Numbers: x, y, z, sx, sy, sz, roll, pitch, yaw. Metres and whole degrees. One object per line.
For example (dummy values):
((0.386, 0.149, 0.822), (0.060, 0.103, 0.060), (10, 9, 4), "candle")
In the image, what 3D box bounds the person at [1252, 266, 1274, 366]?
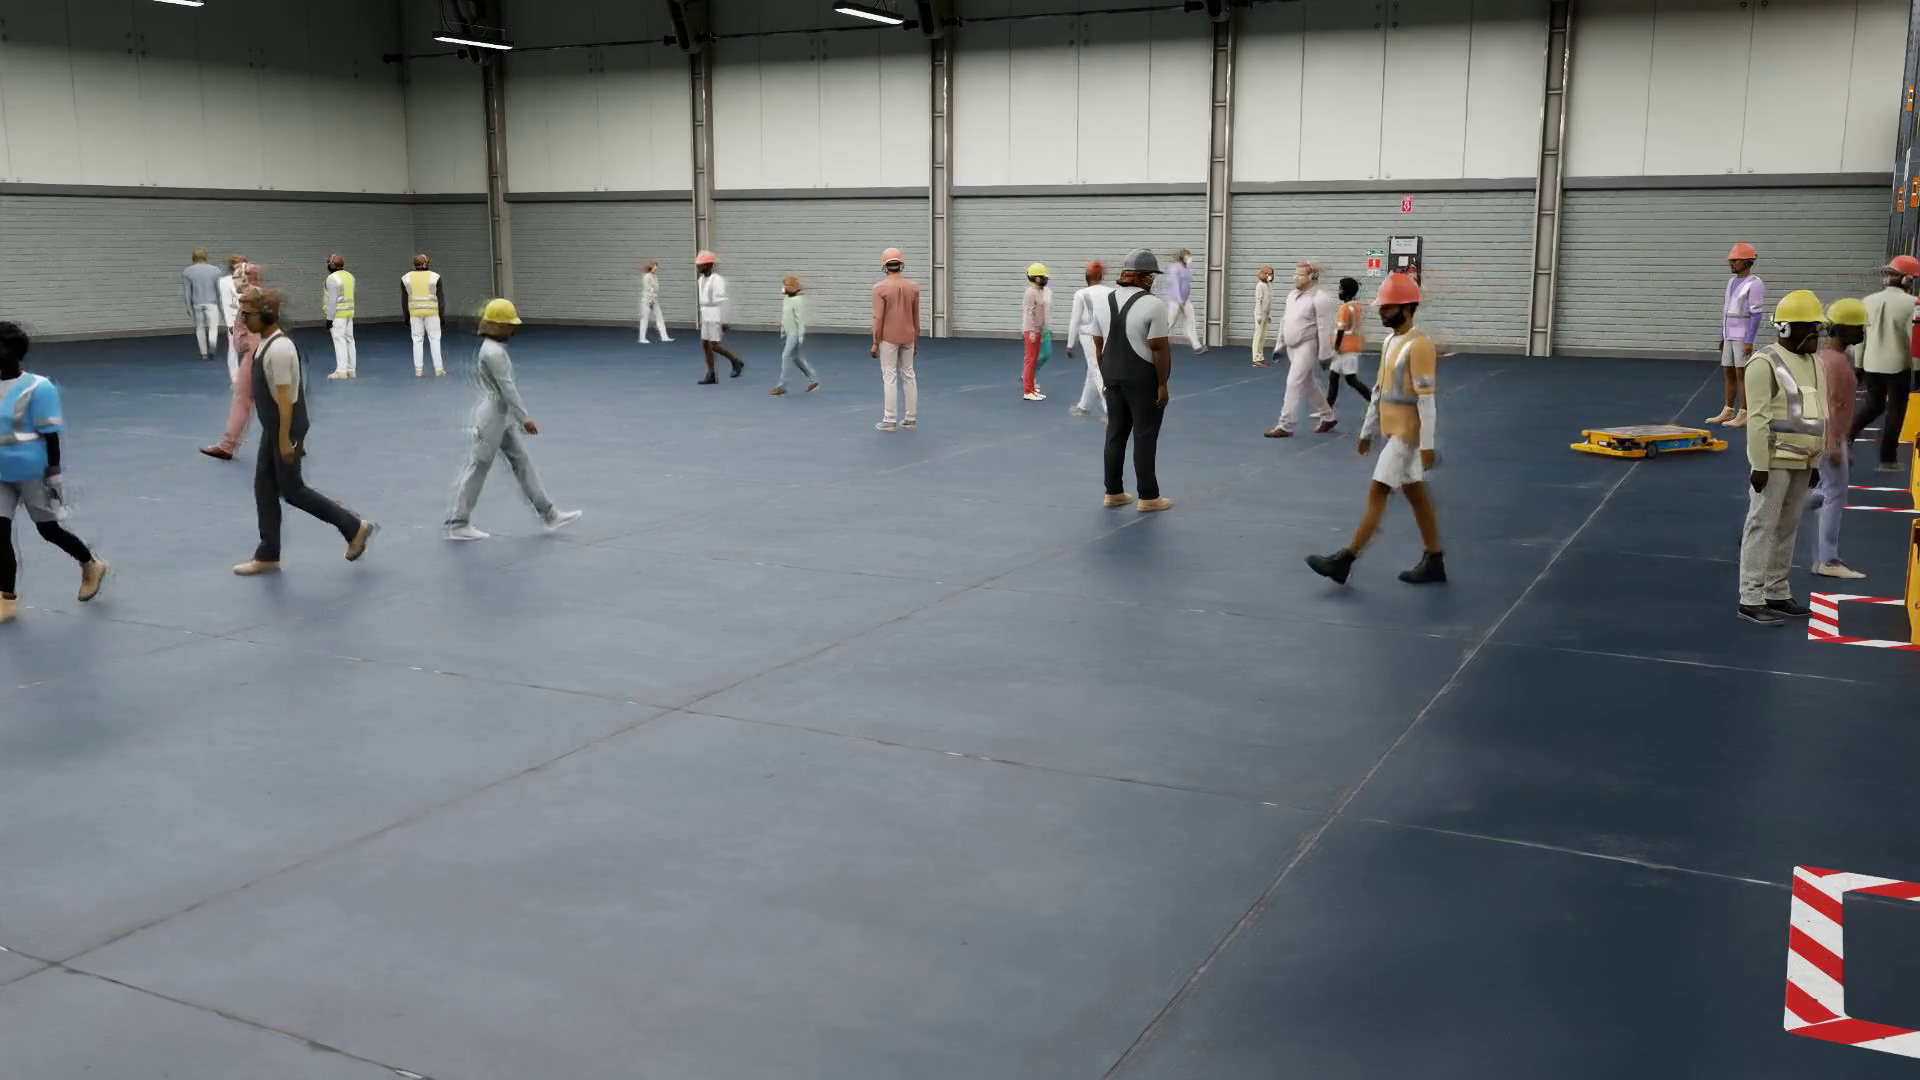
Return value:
((4.966, -3.657, 27.186), (0.289, 1.633, 0.501), (6, 12, 31), "person")

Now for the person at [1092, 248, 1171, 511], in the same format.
((1.398, -1.259, 12.998), (0.536, 2.000, 0.688), (-10, 14, -43), "person")

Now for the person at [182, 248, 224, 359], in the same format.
((-12.966, -4.042, 28.524), (0.635, 1.918, 0.708), (-4, 11, -22), "person")

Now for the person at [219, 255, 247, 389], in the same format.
((-9.805, -2.968, 22.826), (0.854, 1.846, 0.575), (7, 12, 33), "person")

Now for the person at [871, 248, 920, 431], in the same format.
((-0.716, -2.190, 18.211), (0.613, 1.991, 0.391), (-7, 13, -35), "person")

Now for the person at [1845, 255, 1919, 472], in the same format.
((8.272, -1.564, 14.897), (0.630, 1.962, 0.625), (-5, 11, -24), "person")

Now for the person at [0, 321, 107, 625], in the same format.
((-5.197, -0.394, 9.299), (0.537, 1.673, 0.758), (2, 11, 12), "person")

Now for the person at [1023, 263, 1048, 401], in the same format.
((0.978, -2.699, 21.598), (0.314, 1.769, 0.523), (2, 11, 13), "person")

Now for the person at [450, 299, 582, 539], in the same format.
((-3.175, -0.834, 11.652), (0.921, 1.683, 0.481), (-2, 11, -9), "person")

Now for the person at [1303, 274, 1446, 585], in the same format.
((2.569, -0.653, 10.092), (0.962, 1.888, 0.574), (-1, 10, -4), "person")

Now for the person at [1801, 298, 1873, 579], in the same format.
((5.368, -0.634, 10.381), (0.589, 1.750, 0.529), (5, 11, 24), "person")

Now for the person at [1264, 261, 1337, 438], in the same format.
((3.683, -2.033, 17.728), (0.991, 1.862, 0.642), (-4, 11, -19), "person")

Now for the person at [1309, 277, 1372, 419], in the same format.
((4.483, -2.181, 19.056), (0.832, 1.665, 0.531), (4, 11, 19), "person")

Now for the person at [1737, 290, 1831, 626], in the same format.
((4.551, -0.452, 9.163), (0.590, 1.833, 0.404), (-7, 13, -34), "person")

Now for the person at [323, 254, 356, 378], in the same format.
((-9.281, -3.333, 24.851), (0.429, 1.845, 0.621), (2, 11, 10), "person")

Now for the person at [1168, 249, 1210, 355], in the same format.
((3.966, -4.260, 29.820), (1.038, 1.890, 0.638), (9, 14, 40), "person")

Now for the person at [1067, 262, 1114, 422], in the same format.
((1.558, -2.281, 19.175), (0.589, 1.828, 1.038), (-5, 12, -28), "person")

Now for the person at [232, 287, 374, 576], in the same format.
((-4.195, -0.688, 10.502), (0.782, 1.823, 0.515), (-6, 12, -32), "person")

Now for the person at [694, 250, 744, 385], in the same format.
((-3.489, -3.176, 23.798), (0.639, 1.921, 0.555), (-8, 13, -38), "person")

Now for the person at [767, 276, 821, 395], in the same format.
((-2.233, -2.757, 22.373), (0.809, 1.600, 0.512), (-5, 12, -25), "person")

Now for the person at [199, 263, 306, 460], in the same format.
((-6.769, -1.686, 15.822), (0.981, 1.863, 0.661), (-1, 10, -6), "person")

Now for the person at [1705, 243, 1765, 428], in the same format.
((8.626, -2.265, 18.479), (0.374, 2.043, 0.612), (-1, 10, -7), "person")

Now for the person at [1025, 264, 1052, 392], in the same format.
((1.041, -2.864, 22.566), (0.536, 1.736, 0.557), (10, 14, 44), "person")

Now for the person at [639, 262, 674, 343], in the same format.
((-6.019, -4.675, 32.804), (0.782, 1.603, 0.539), (3, 11, 13), "person")

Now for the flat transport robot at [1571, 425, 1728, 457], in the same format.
((6.766, -0.980, 16.307), (1.431, 0.197, 0.652), (-5, 12, -26), "flat transport robot")

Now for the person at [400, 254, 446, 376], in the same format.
((-8.123, -3.399, 25.224), (0.624, 1.841, 0.430), (-1, 10, -6), "person")
